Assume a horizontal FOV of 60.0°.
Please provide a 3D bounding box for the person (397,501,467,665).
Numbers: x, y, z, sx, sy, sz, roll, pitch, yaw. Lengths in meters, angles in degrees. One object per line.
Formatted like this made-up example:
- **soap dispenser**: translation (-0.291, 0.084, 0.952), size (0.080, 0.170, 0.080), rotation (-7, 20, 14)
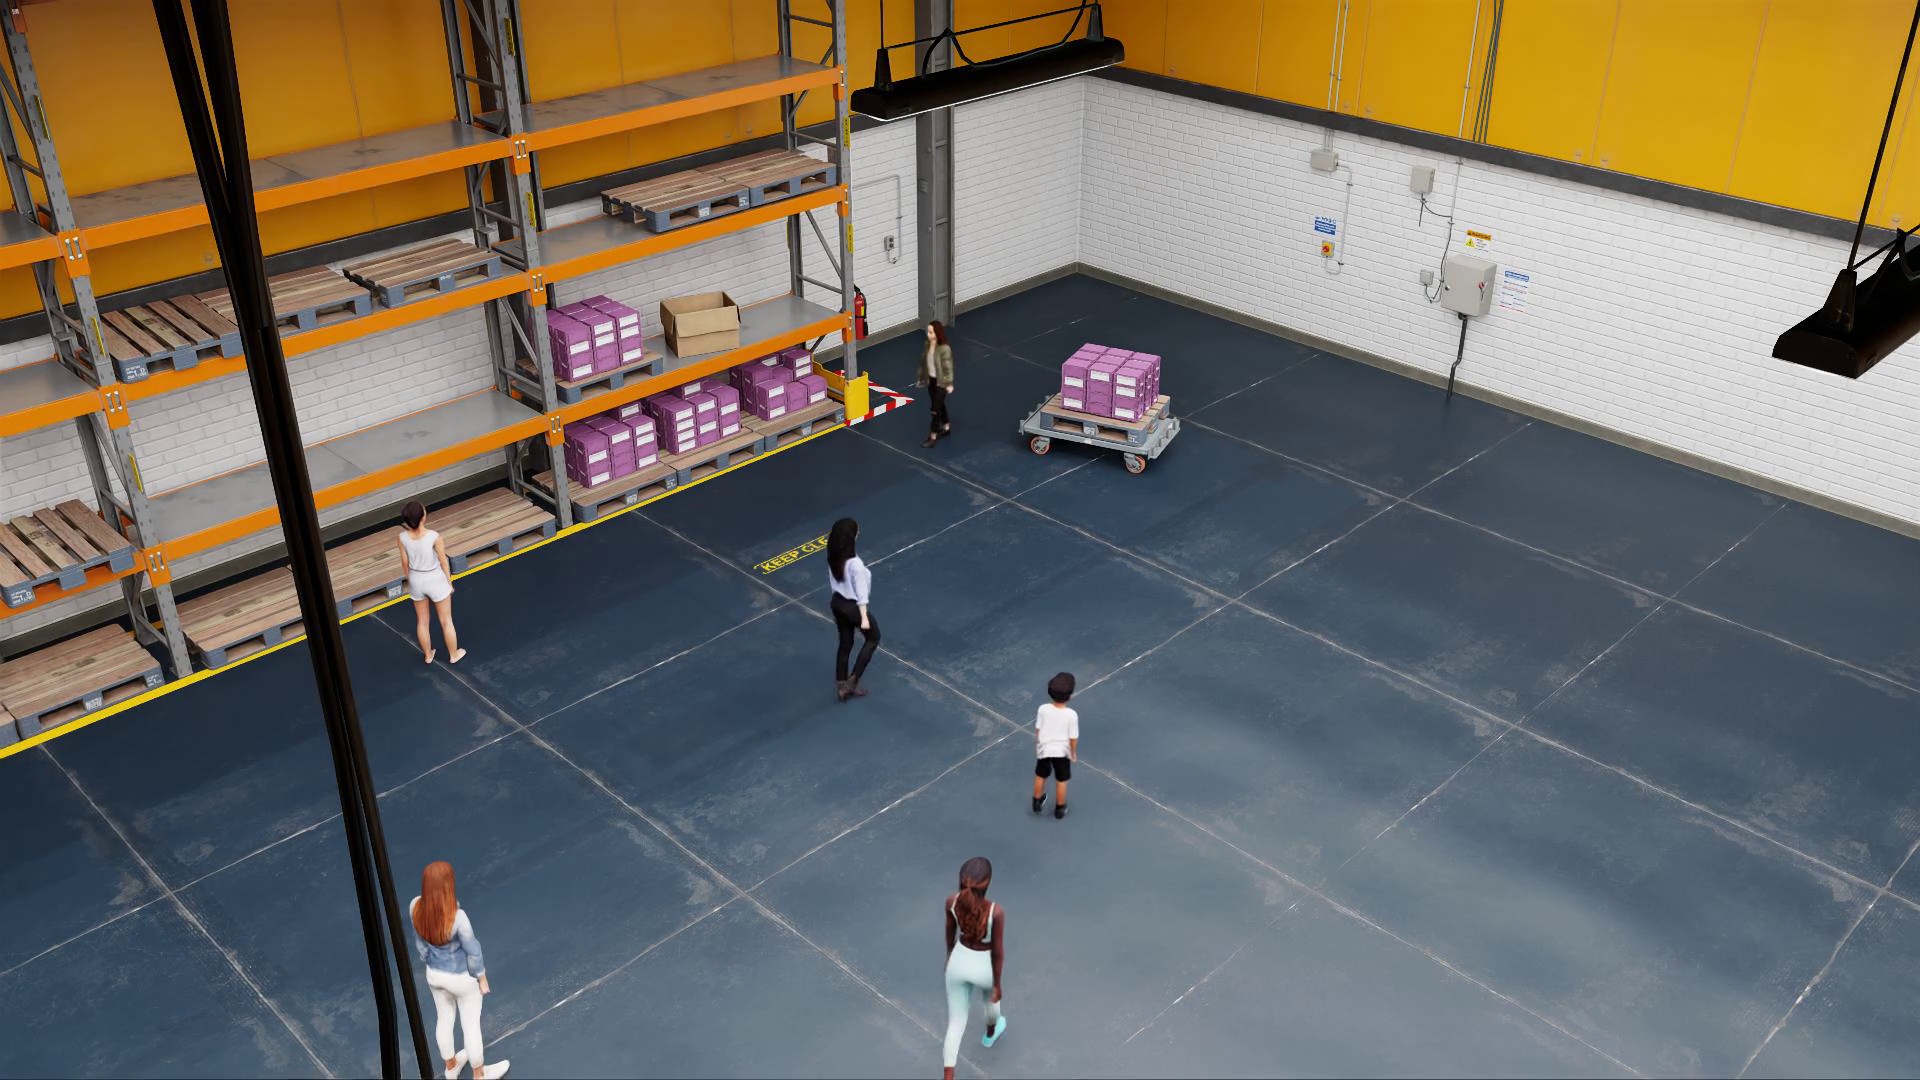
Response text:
- **person**: translation (-4.708, 0.382, 14.719), size (0.665, 1.604, 0.723), rotation (1, 29, 1)

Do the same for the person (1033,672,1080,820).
- **person**: translation (0.743, 1.597, 12.861), size (0.569, 1.250, 0.604), rotation (7, 29, 12)

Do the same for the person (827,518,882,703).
- **person**: translation (-1.010, 0.642, 14.110), size (0.617, 1.731, 0.667), rotation (-22, 36, -35)

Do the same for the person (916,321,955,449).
- **person**: translation (-0.205, -1.805, 18.885), size (0.759, 1.454, 0.593), rotation (-26, 38, -38)

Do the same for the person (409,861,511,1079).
- **person**: translation (-3.166, 2.712, 10.348), size (0.684, 1.700, 0.646), rotation (11, 31, 20)

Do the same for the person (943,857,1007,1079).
- **person**: translation (0.044, 2.743, 10.308), size (0.894, 1.684, 1.189), rotation (11, 30, 18)
